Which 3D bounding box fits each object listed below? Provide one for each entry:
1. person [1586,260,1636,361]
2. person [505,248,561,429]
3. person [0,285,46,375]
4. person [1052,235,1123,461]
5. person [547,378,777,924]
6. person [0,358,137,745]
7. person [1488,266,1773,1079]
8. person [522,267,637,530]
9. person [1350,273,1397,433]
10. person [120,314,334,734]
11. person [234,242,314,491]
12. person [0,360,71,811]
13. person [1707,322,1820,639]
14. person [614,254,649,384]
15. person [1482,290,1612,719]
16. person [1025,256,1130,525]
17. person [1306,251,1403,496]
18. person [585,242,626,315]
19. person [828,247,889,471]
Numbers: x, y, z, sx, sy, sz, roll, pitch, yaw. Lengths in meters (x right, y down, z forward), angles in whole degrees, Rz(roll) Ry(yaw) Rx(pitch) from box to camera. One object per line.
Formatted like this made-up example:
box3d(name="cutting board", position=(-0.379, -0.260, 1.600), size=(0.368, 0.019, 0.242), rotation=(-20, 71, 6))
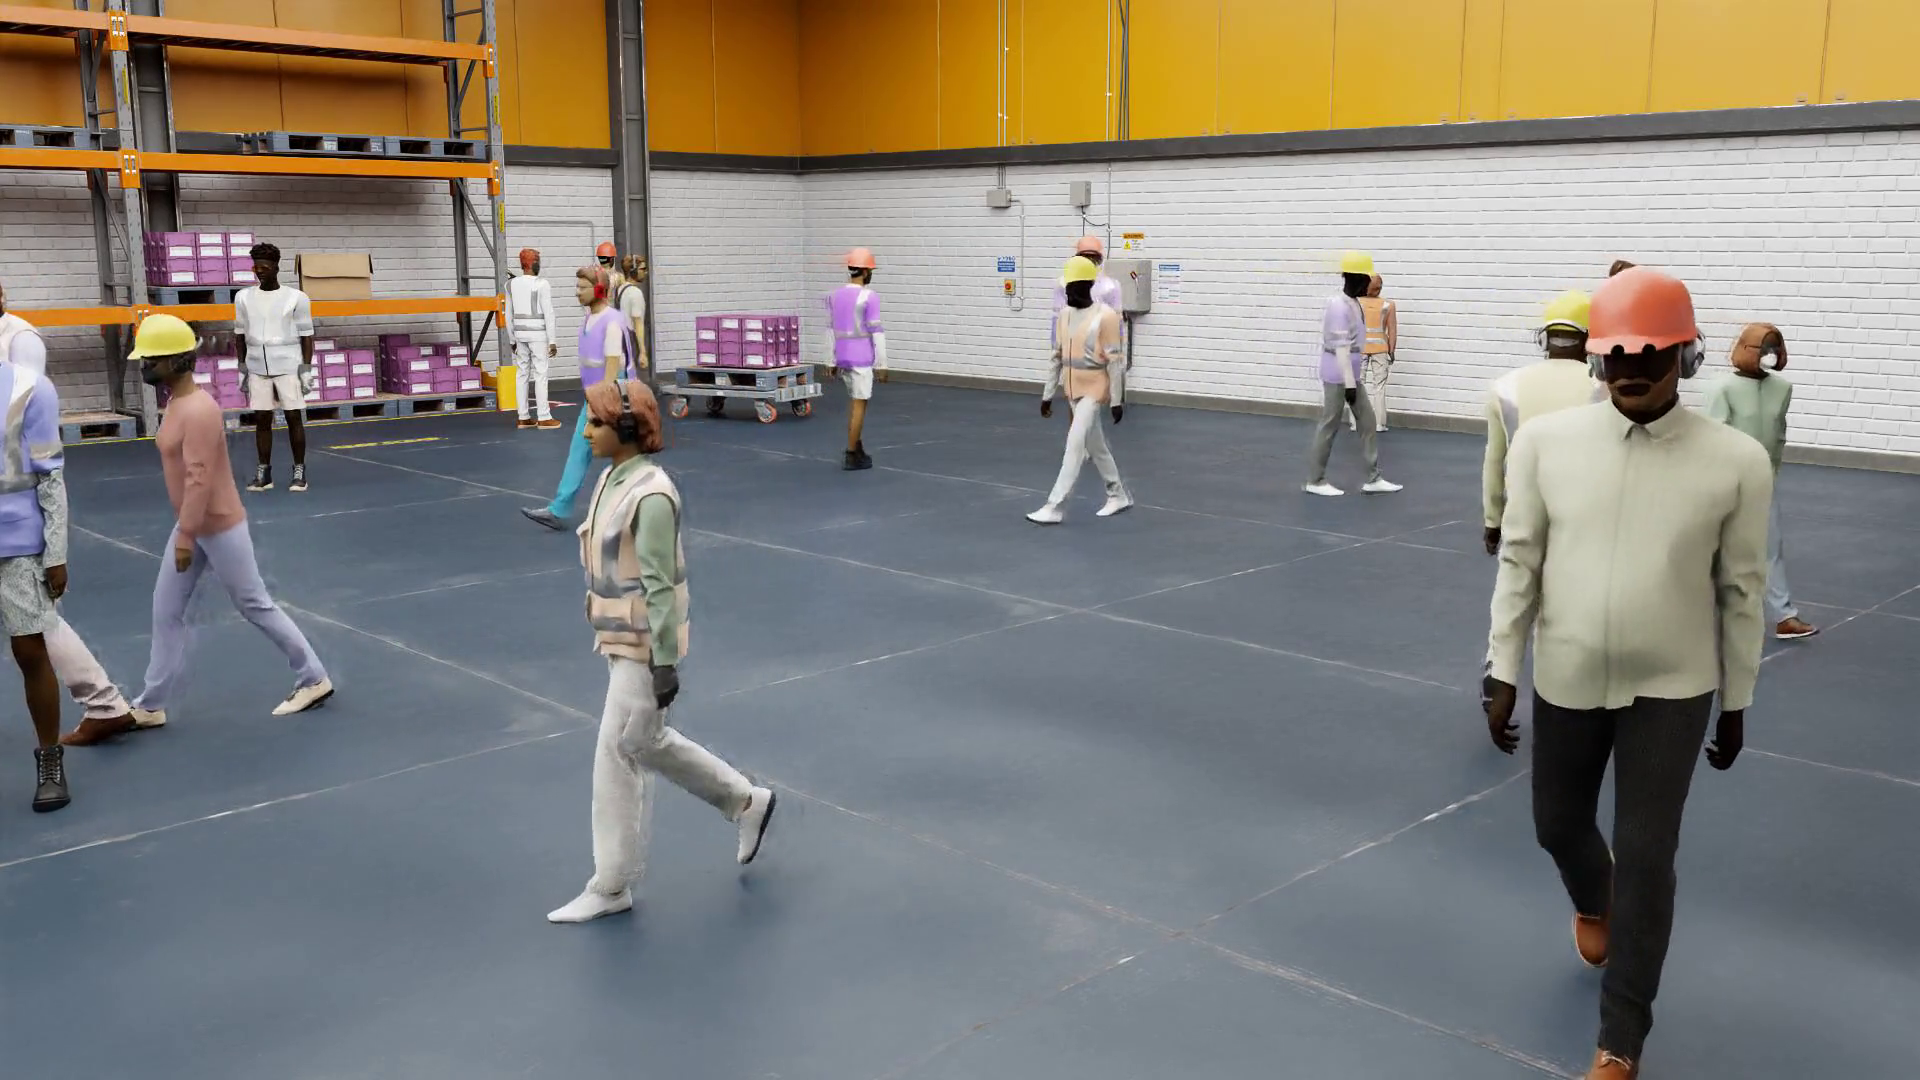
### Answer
box3d(name="person", position=(5.914, -1.641, 15.165), size=(0.433, 1.807, 0.740), rotation=(1, 10, 8))
box3d(name="person", position=(-4.477, -2.099, 17.418), size=(0.587, 1.882, 0.341), rotation=(5, 11, 23))
box3d(name="person", position=(-5.287, -0.551, 9.129), size=(0.626, 1.833, 0.429), rotation=(4, 11, 22))
box3d(name="person", position=(1.171, -1.760, 15.211), size=(0.644, 2.009, 0.908), rotation=(1, 10, 8))
box3d(name="person", position=(-0.899, 0.316, 5.001), size=(0.706, 1.617, 0.523), rotation=(-5, 11, -25))
box3d(name="person", position=(-3.773, -0.068, 6.457), size=(0.960, 1.859, 0.638), rotation=(-5, 11, -23))
box3d(name="person", position=(1.631, 0.310, 4.086), size=(0.610, 1.962, 0.874), rotation=(5, 12, 27))
box3d(name="person", position=(-2.516, -0.942, 11.322), size=(0.935, 1.796, 0.593), rotation=(-7, 12, -32))
box3d(name="person", position=(4.219, -1.919, 17.091), size=(0.514, 1.645, 0.307), rotation=(3, 11, 18))
box3d(name="person", position=(-3.075, -0.072, 6.849), size=(0.911, 1.714, 0.523), rotation=(-8, 13, -39))
box3d(name="person", position=(-5.425, -1.360, 13.160), size=(0.601, 1.967, 0.369), rotation=(0, 10, -2))
box3d(name="person", position=(-3.384, 0.020, 5.759), size=(0.543, 1.929, 0.390), rotation=(-3, 11, -18))
box3d(name="person", position=(4.009, -0.303, 8.441), size=(0.513, 1.586, 0.833), rotation=(-2, 11, -11))
box3d(name="person", position=(-3.140, -1.817, 15.986), size=(0.344, 1.845, 0.506), rotation=(-7, 12, -32))
box3d(name="person", position=(2.396, -0.099, 6.714), size=(0.596, 1.808, 0.554), rotation=(8, 13, 38))
box3d(name="person", position=(0.868, -1.055, 11.759), size=(0.991, 1.879, 0.608), rotation=(-7, 12, -33))
box3d(name="person", position=(3.073, -1.257, 12.776), size=(0.843, 1.891, 0.624), rotation=(5, 12, 26))
box3d(name="person", position=(-4.262, -2.631, 20.174), size=(0.552, 1.937, 0.356), rotation=(3, 11, 14))
box3d(name="person", position=(-0.836, -1.562, 14.401), size=(0.568, 1.913, 0.603), rotation=(9, 14, 41))
